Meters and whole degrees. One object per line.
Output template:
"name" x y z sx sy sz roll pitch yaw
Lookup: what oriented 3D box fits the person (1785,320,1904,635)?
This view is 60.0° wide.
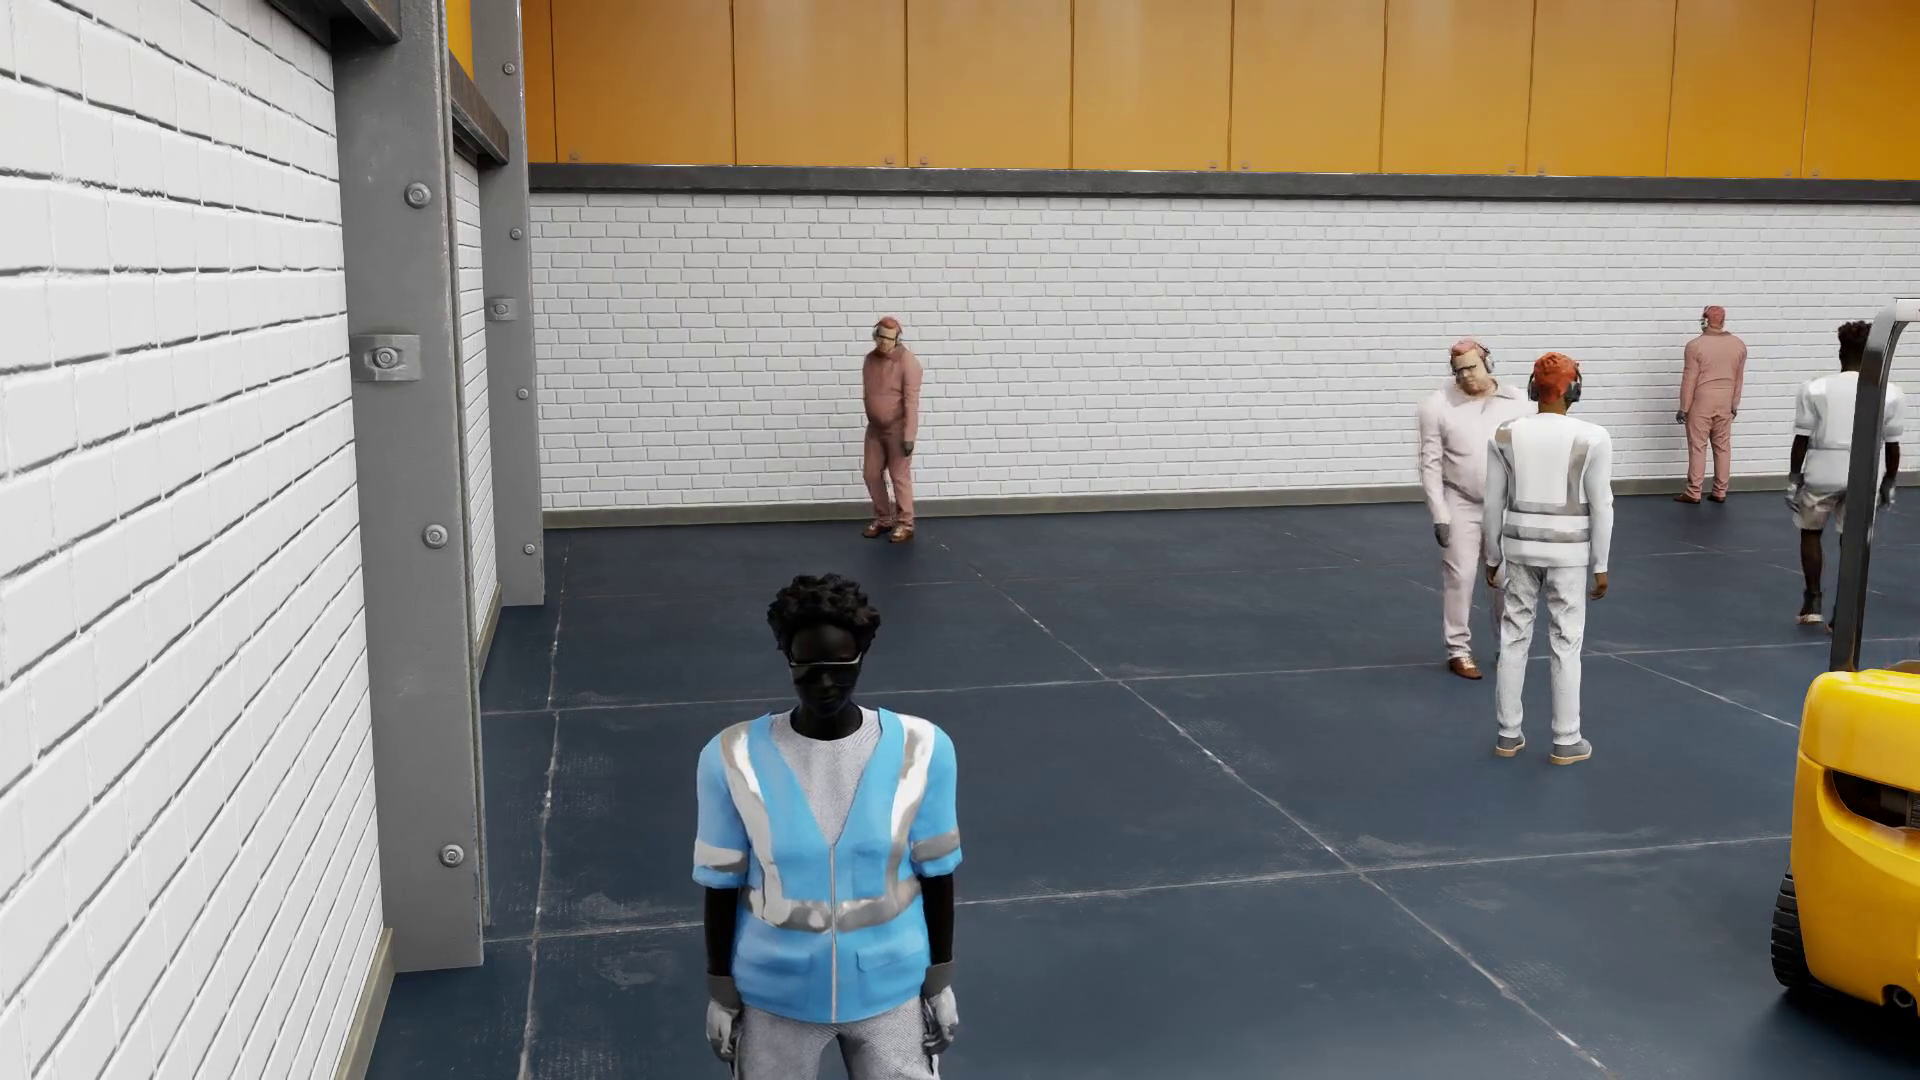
"person" 5.461 -0.386 10.312 0.627 1.943 0.593 4 10 21

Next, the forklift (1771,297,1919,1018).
"forklift" 3.542 0.334 5.177 2.313 2.155 1.214 -9 13 -43

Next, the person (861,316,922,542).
"person" -0.554 -0.901 13.684 0.668 1.870 0.502 8 12 40

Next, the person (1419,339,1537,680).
"person" 2.901 -0.154 9.211 0.709 1.882 0.421 0 9 1

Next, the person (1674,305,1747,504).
"person" 7.179 -1.294 15.974 0.639 1.908 0.409 -2 10 -12

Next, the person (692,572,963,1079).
"person" -0.255 0.891 3.310 0.532 1.692 0.318 -1 9 -7

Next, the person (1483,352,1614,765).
"person" 2.689 0.084 7.631 0.573 1.887 0.355 6 11 35
